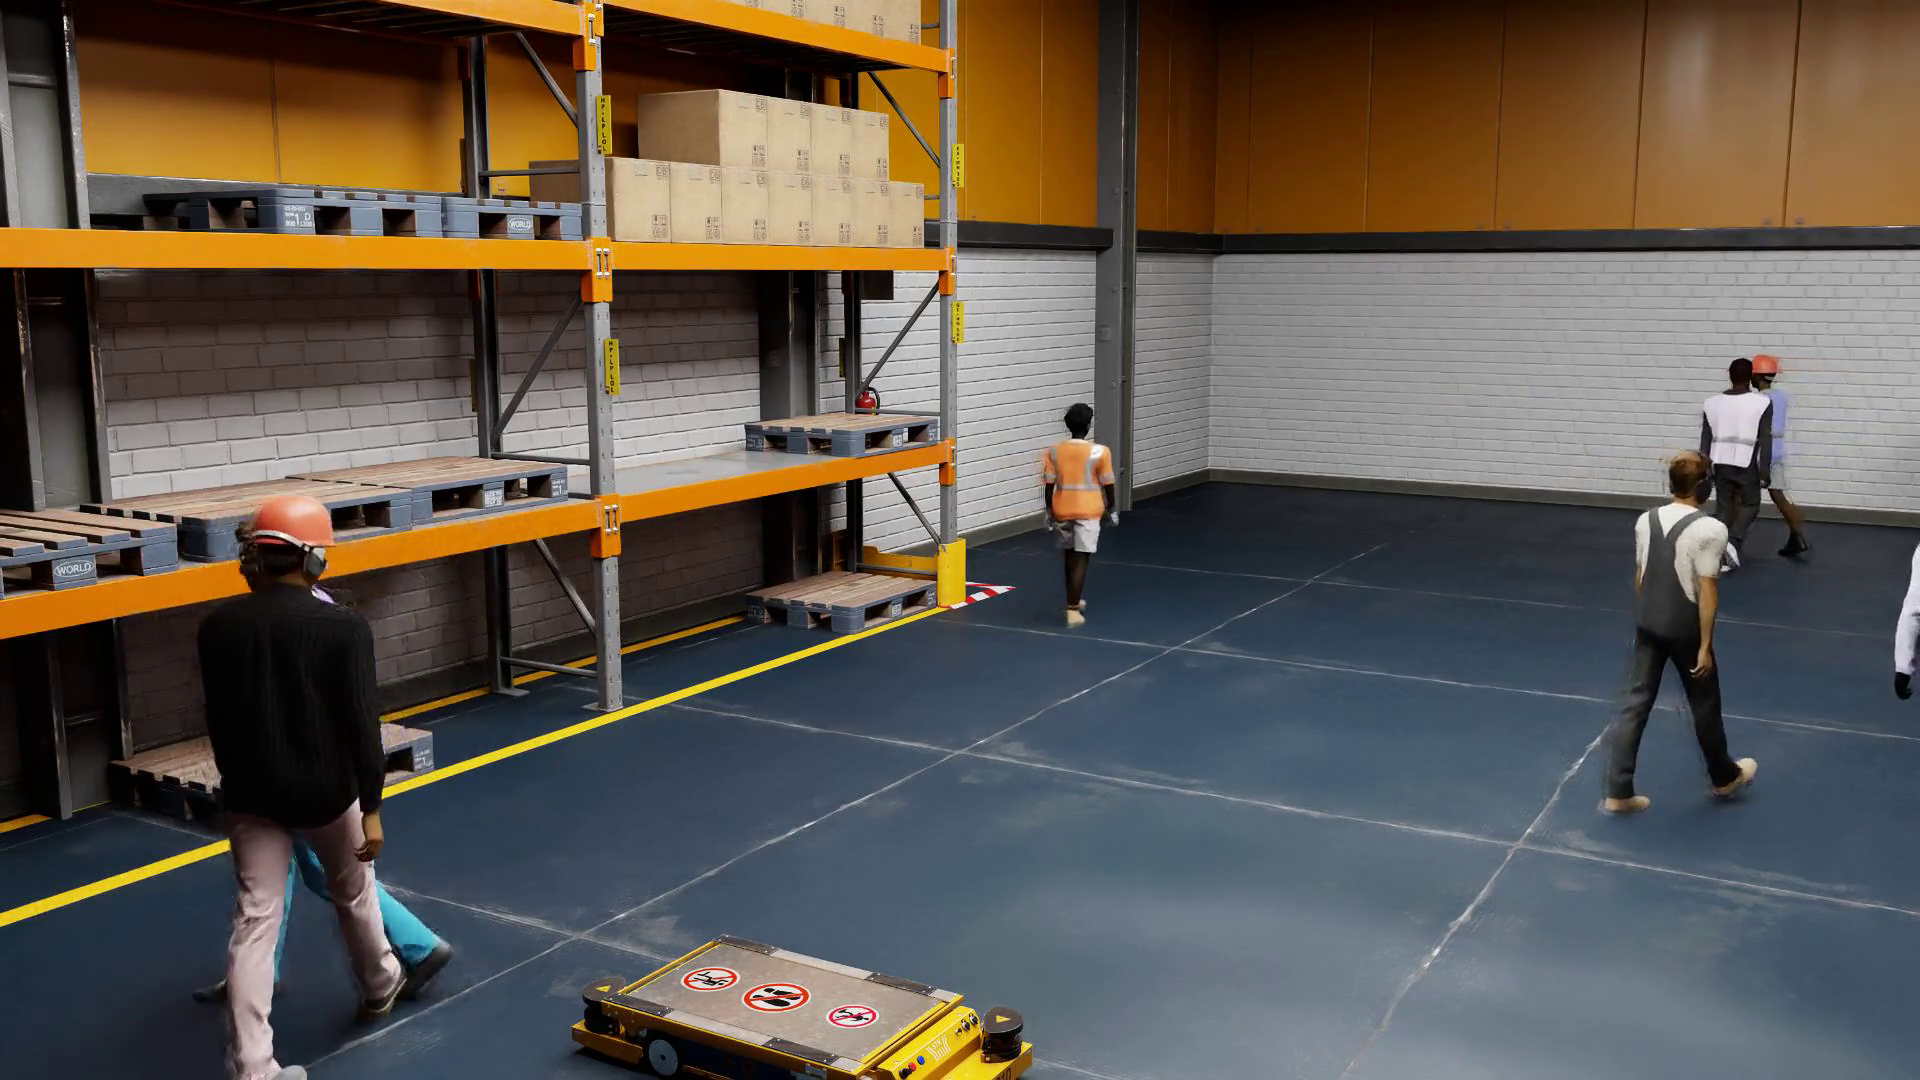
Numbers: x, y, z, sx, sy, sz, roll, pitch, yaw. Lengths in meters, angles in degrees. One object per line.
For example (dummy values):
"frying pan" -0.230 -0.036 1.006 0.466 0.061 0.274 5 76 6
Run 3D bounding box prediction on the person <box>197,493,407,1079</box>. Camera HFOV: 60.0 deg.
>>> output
"person" -2.164 0.812 5.497 0.629 1.932 1.042 0 9 2

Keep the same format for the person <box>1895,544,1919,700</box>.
"person" 4.579 0.565 7.481 0.644 1.796 0.971 7 11 36

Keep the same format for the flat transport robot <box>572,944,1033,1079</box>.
"flat transport robot" -0.539 1.630 5.552 1.431 0.197 0.652 5 11 30

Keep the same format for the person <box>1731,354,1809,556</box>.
"person" 7.618 -0.800 15.705 0.540 1.900 0.996 -4 10 -24

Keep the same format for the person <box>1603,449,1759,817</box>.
"person" 3.567 0.451 8.171 0.977 1.790 0.535 -5 11 -30

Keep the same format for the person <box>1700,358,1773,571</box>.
"person" 6.851 -0.654 14.714 0.627 1.903 0.474 9 13 44

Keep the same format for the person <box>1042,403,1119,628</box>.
"person" 0.946 -0.202 12.642 0.542 1.670 0.758 5 10 29

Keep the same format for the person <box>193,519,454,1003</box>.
"person" -2.305 0.805 5.959 0.869 1.809 0.585 -2 9 -14
